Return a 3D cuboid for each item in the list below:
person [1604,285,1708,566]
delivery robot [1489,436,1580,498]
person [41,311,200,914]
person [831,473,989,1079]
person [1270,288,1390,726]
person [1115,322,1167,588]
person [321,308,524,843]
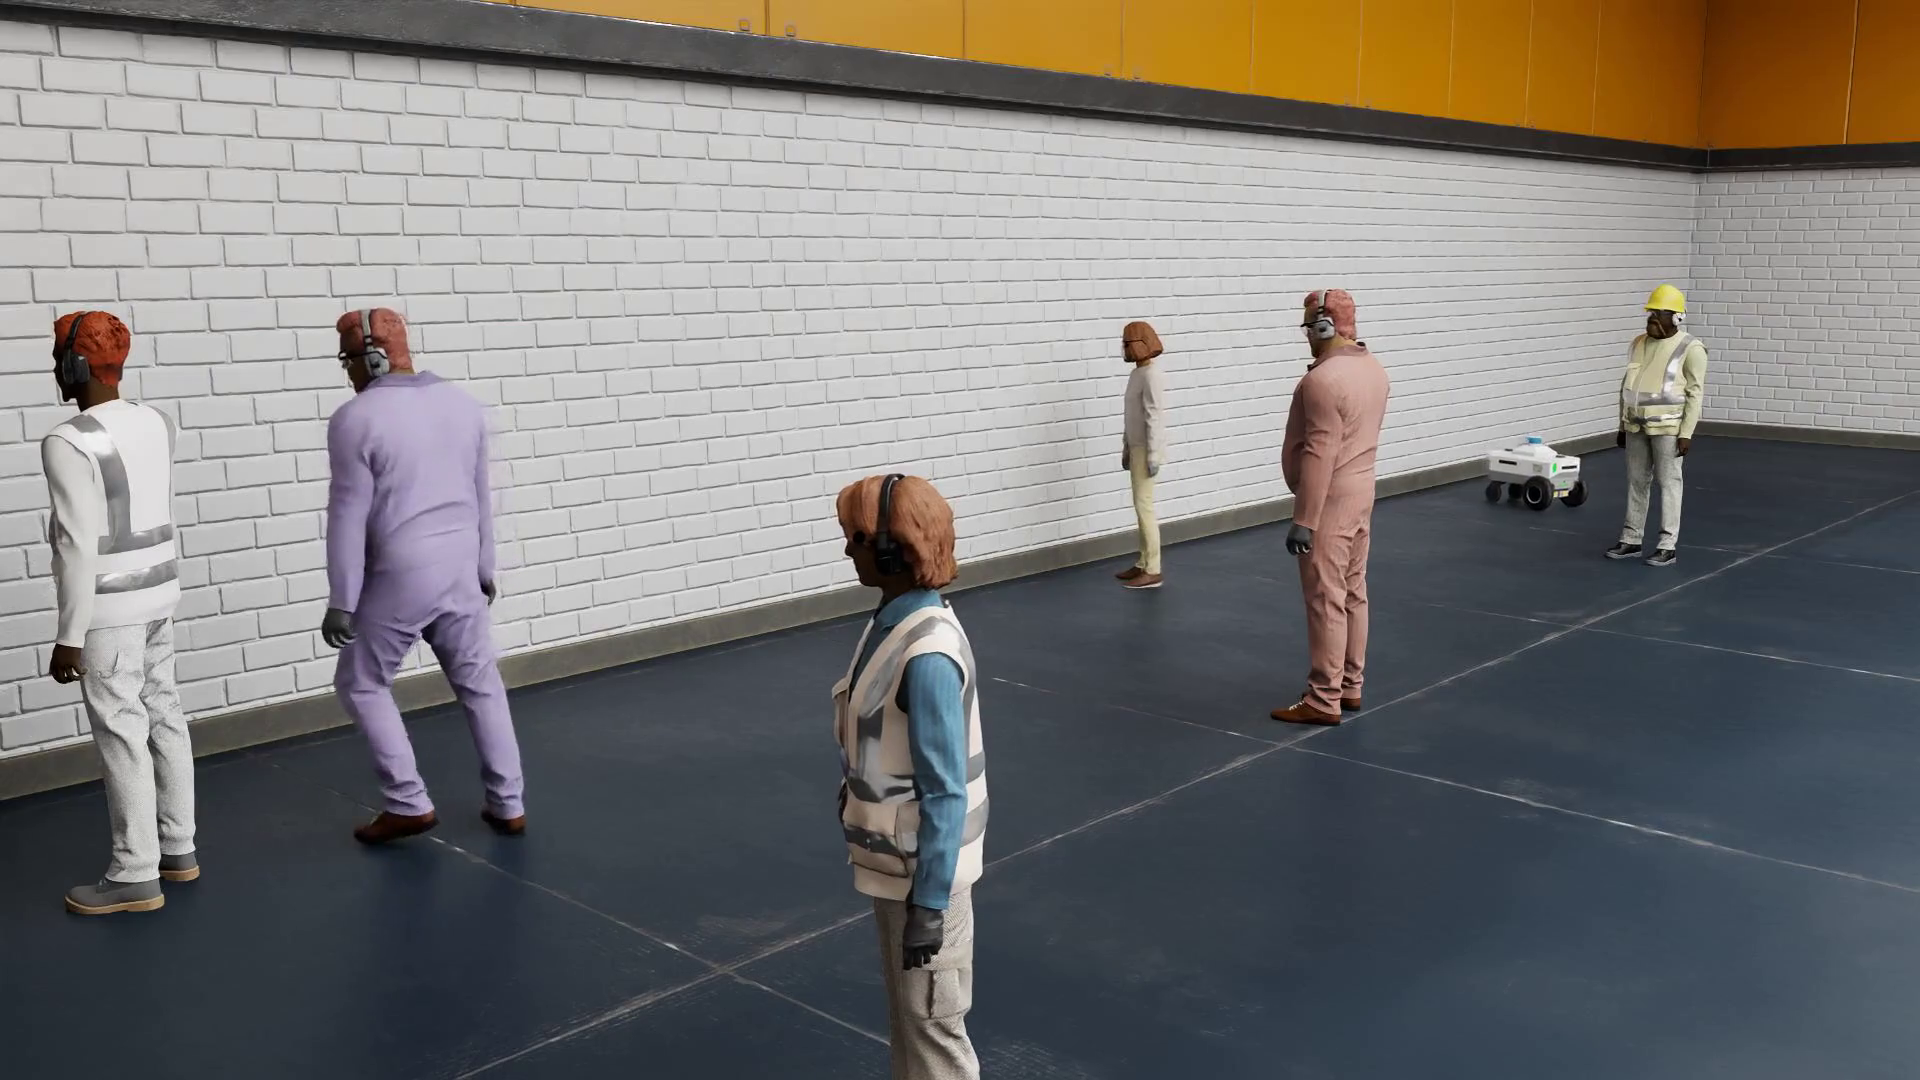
[{"bbox_3d":[4.576,-0.754,10.956,0.404,1.837,0.590,-6,11,-29],"label":"person"},{"bbox_3d":[4.632,-0.595,13.431,0.477,0.478,0.707,-6,12,-30],"label":"delivery robot"},{"bbox_3d":[-2.652,0.229,5.230,0.356,1.883,0.574,1,10,3],"label":"person"},{"bbox_3d":[-0.099,0.675,3.385,0.310,1.636,0.522,-2,10,-11],"label":"person"},{"bbox_3d":[1.603,-0.140,7.281,0.407,1.902,0.638,7,12,34],"label":"person"},{"bbox_3d":[1.116,-0.528,10.271,0.297,1.626,0.514,-1,10,-7],"label":"person"},{"bbox_3d":[-1.861,0.149,5.730,0.567,1.874,0.736,6,11,29],"label":"person"}]
